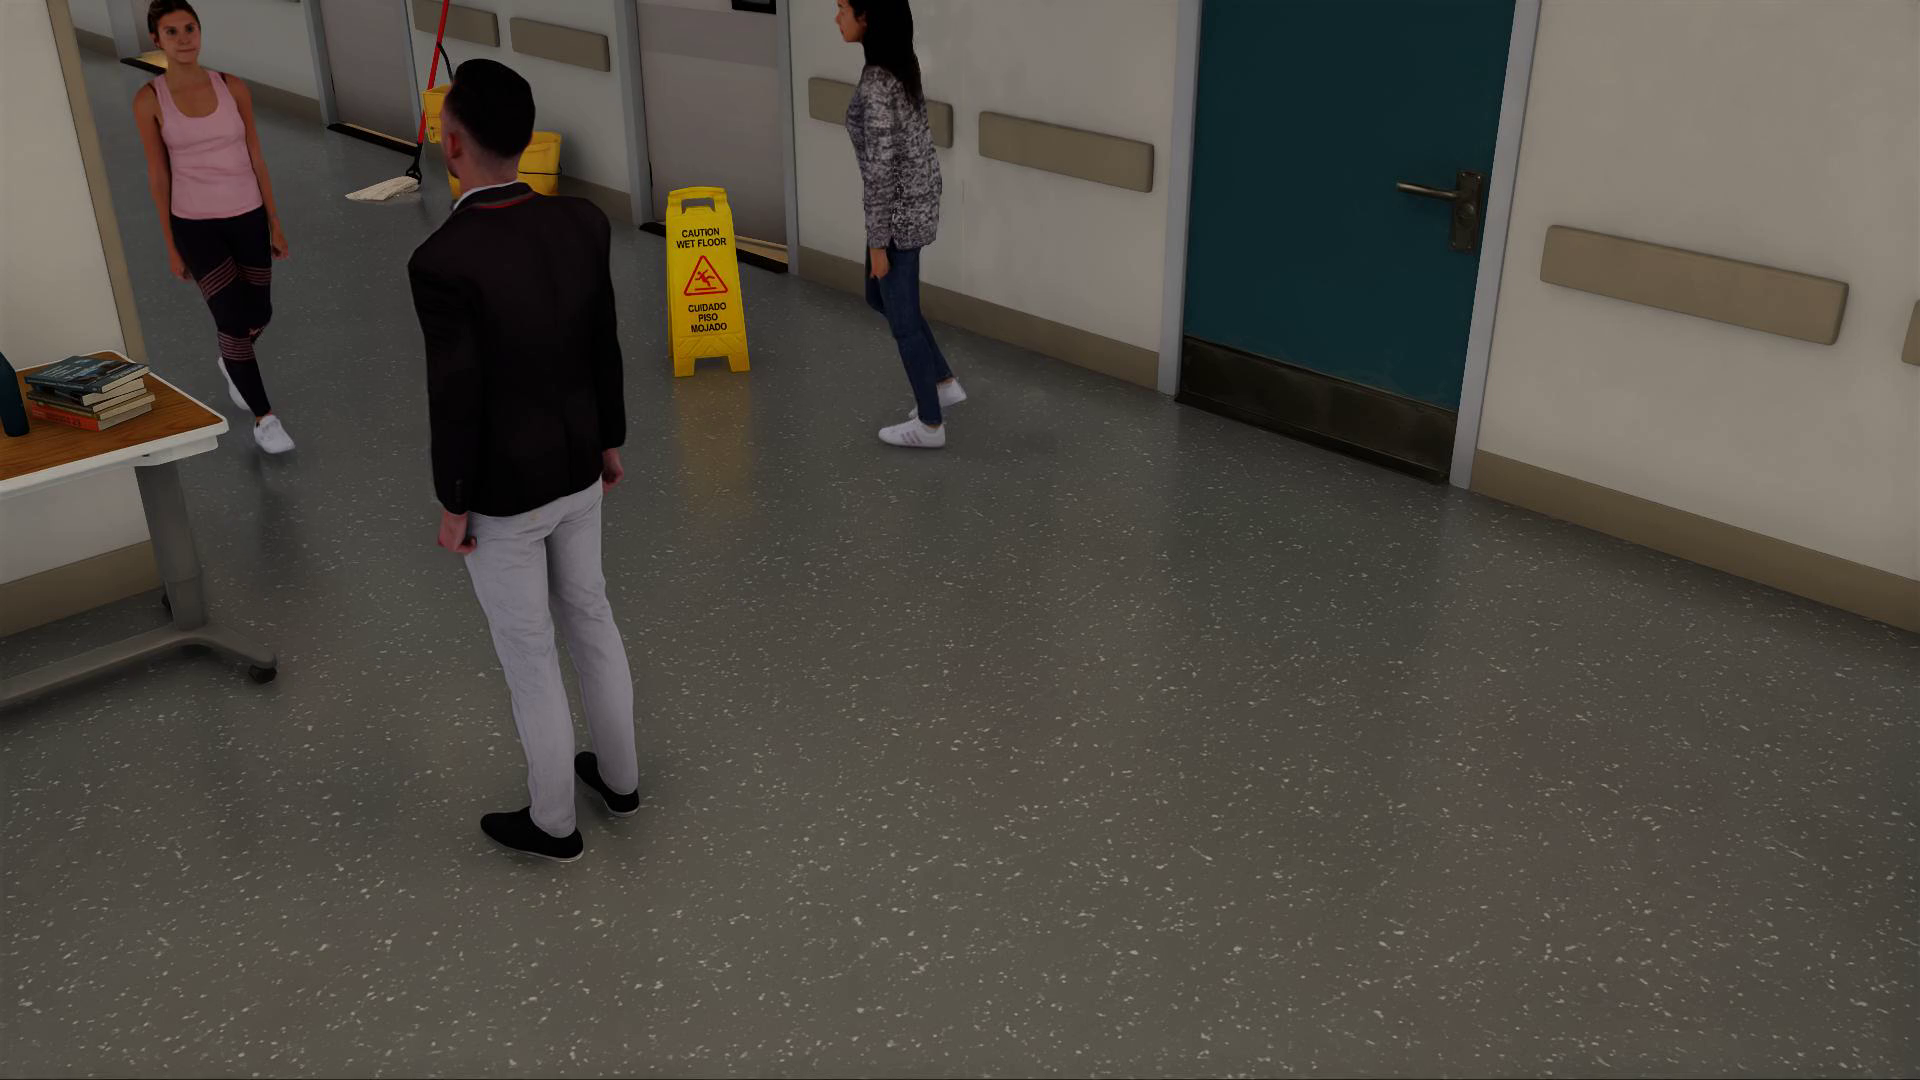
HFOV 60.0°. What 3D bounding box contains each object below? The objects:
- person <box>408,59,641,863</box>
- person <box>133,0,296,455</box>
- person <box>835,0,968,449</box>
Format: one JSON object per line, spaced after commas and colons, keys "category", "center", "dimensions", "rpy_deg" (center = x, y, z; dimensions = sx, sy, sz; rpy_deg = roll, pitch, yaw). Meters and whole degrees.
{"category": "person", "center": [-0.948, -0.130, 3.702], "dimensions": [0.600, 1.844, 0.682], "rpy_deg": [18, 31, 33]}
{"category": "person", "center": [-2.730, -1.159, 6.098], "dimensions": [0.612, 1.617, 1.031], "rpy_deg": [-21, 33, -37]}
{"category": "person", "center": [-0.146, -1.136, 5.944], "dimensions": [0.817, 1.710, 0.774], "rpy_deg": [7, 27, 13]}
